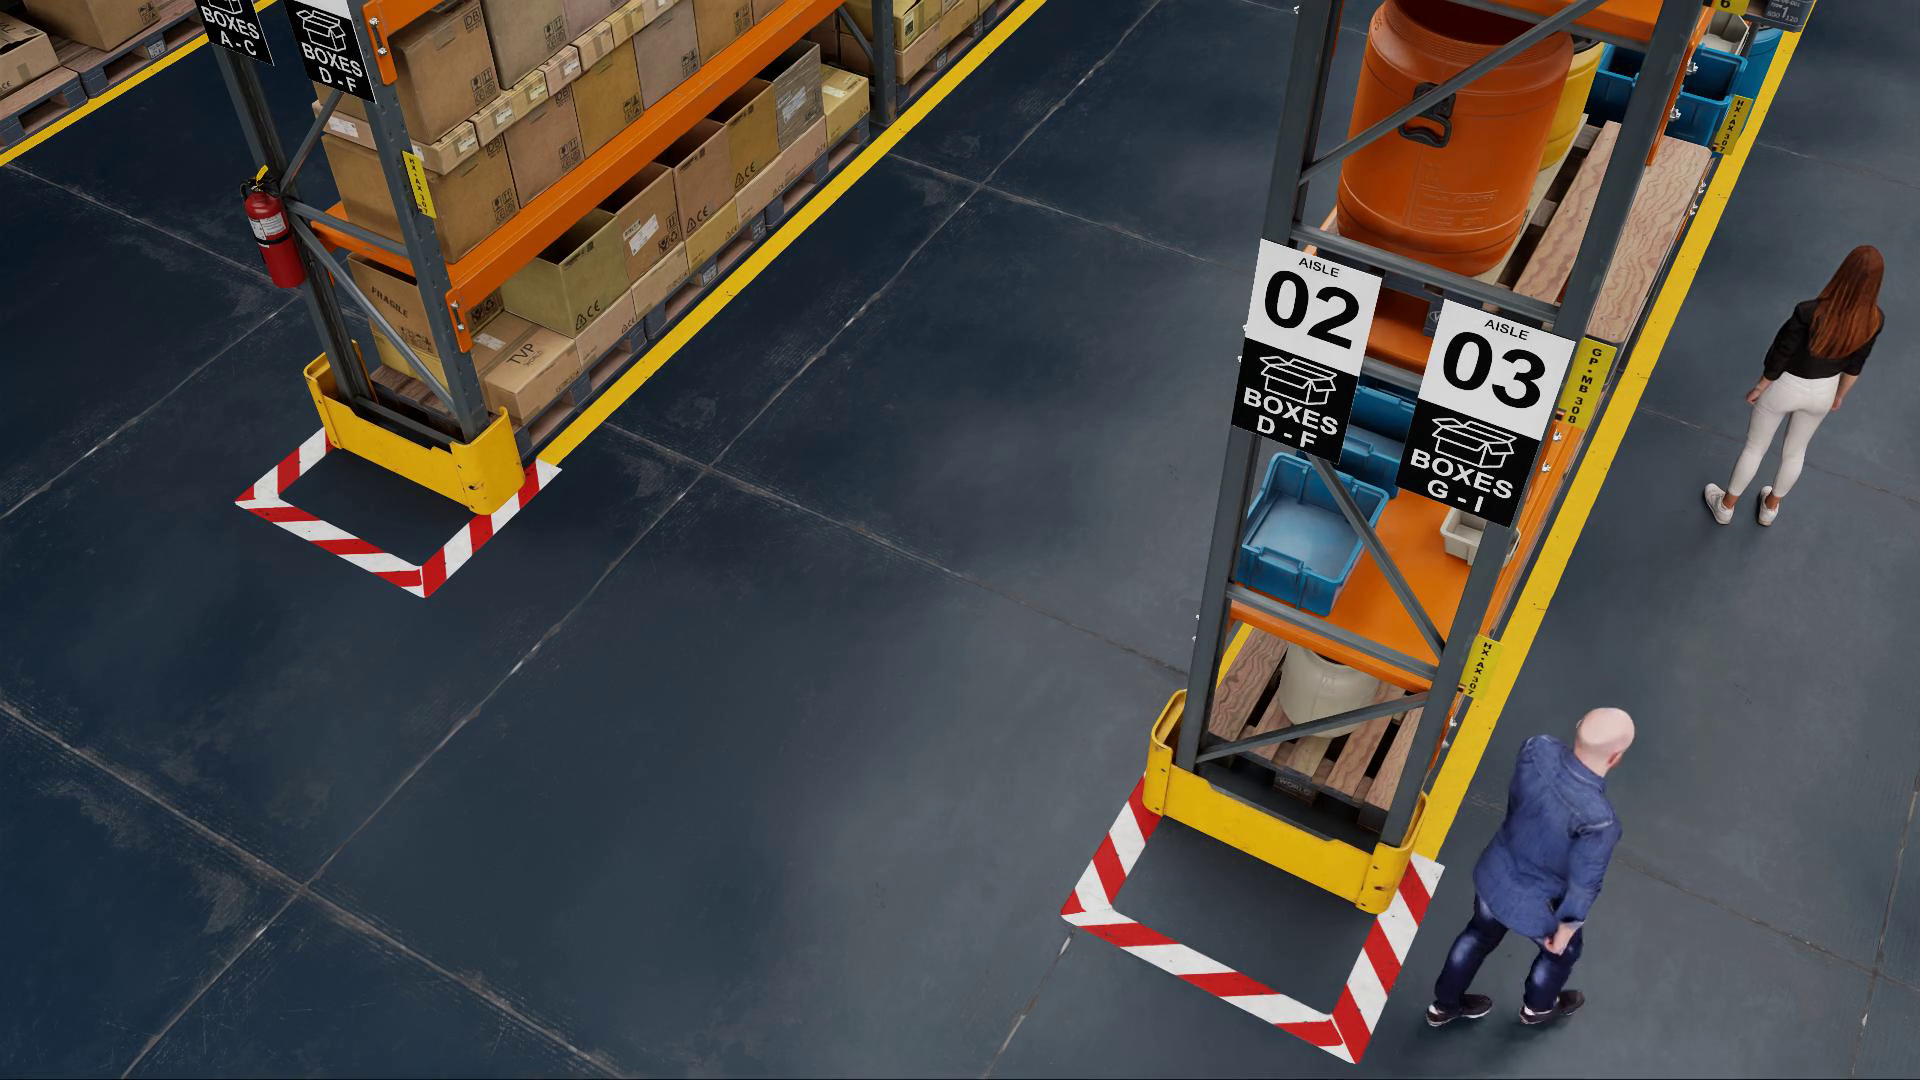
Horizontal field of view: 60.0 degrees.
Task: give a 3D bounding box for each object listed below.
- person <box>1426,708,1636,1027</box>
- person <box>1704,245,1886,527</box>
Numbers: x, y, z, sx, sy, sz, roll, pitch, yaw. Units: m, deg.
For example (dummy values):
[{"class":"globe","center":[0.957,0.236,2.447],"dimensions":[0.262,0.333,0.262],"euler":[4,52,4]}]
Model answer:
[{"class":"person","center":[2.053,1.322,6.192],"dimensions":[1.047,1.793,0.976],"euler":[-13,49,-12]},{"class":"person","center":[4.119,-0.733,8.152],"dimensions":[0.678,1.704,0.657],"euler":[5,47,4]}]
